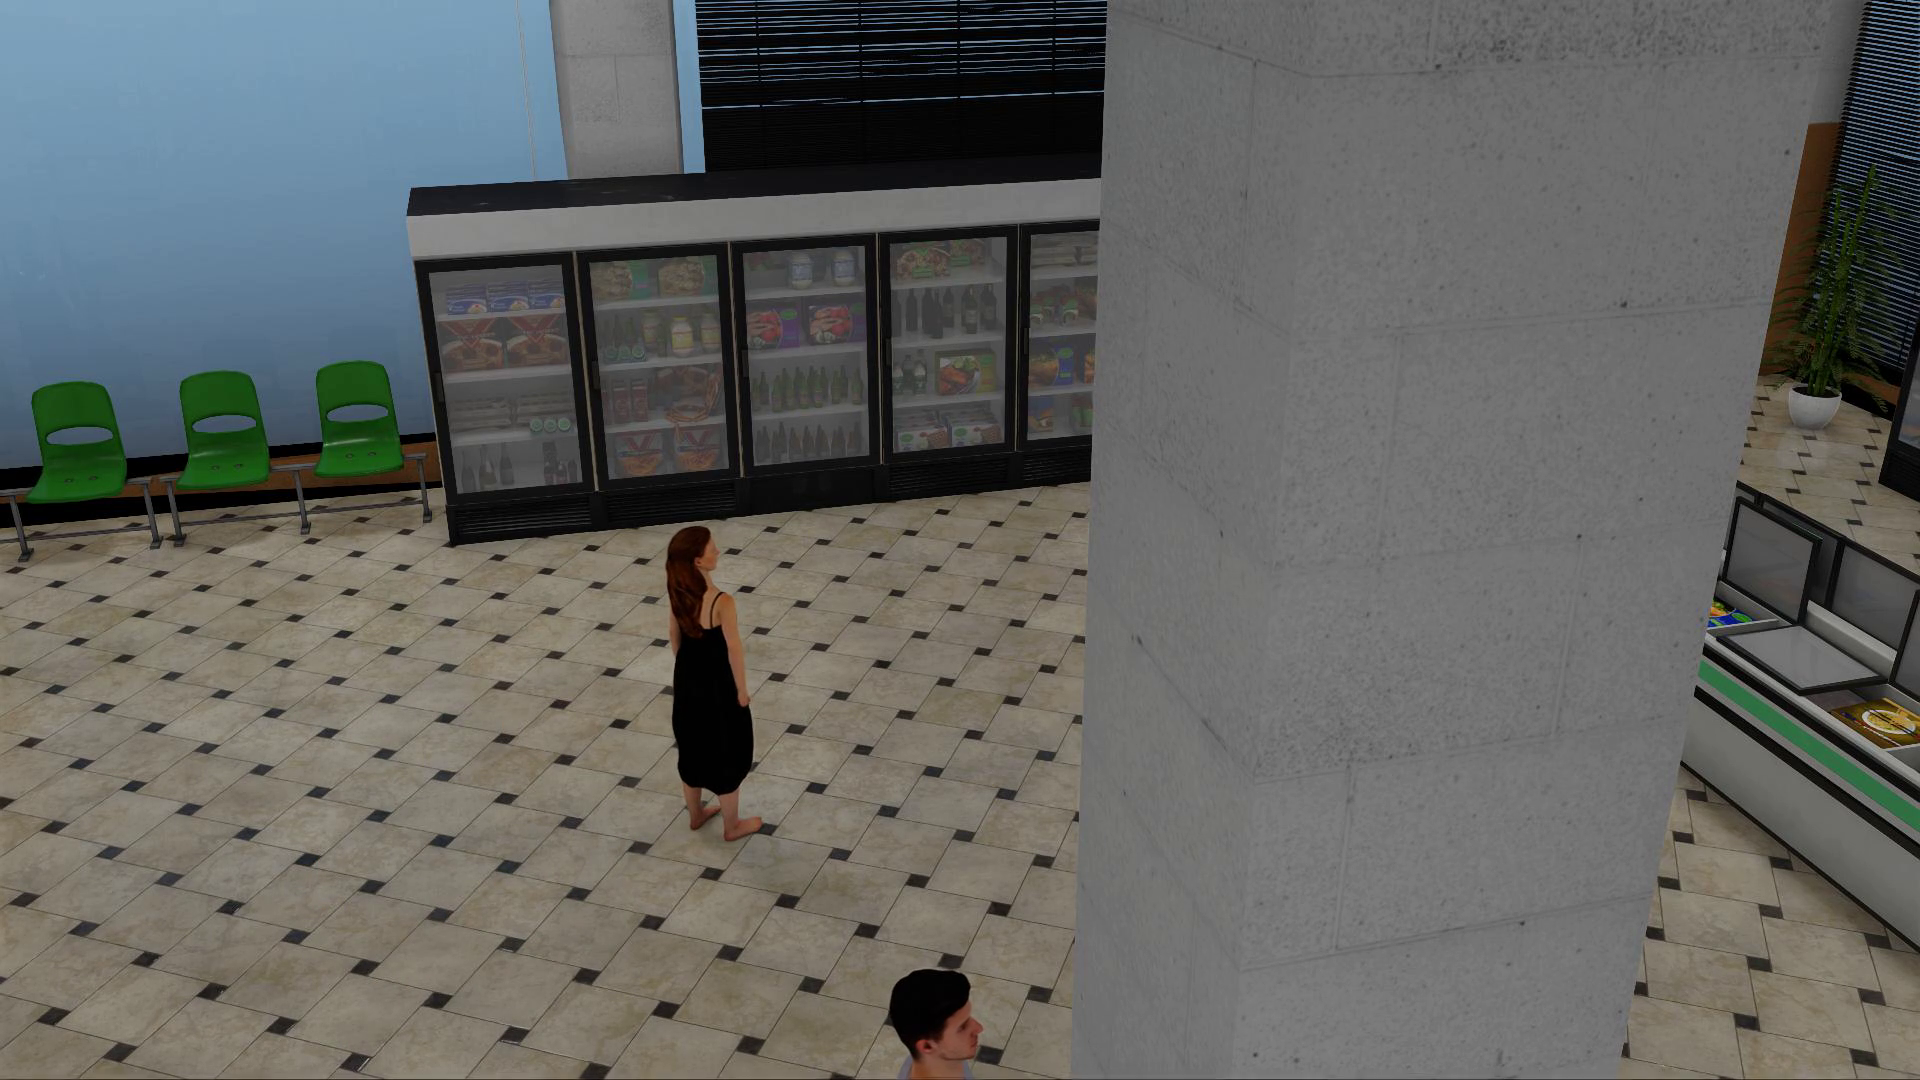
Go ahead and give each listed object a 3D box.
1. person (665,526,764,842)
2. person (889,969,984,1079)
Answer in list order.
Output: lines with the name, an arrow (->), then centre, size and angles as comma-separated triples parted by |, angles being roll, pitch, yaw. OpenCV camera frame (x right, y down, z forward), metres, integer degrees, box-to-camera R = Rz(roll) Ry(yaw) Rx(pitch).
person -> -1.224, 0.693, 7.991 | 0.668, 1.626, 0.734 | 15, 28, 30
person -> -0.053, 1.998, 4.679 | 0.795, 1.890, 0.617 | 1, 24, 2
